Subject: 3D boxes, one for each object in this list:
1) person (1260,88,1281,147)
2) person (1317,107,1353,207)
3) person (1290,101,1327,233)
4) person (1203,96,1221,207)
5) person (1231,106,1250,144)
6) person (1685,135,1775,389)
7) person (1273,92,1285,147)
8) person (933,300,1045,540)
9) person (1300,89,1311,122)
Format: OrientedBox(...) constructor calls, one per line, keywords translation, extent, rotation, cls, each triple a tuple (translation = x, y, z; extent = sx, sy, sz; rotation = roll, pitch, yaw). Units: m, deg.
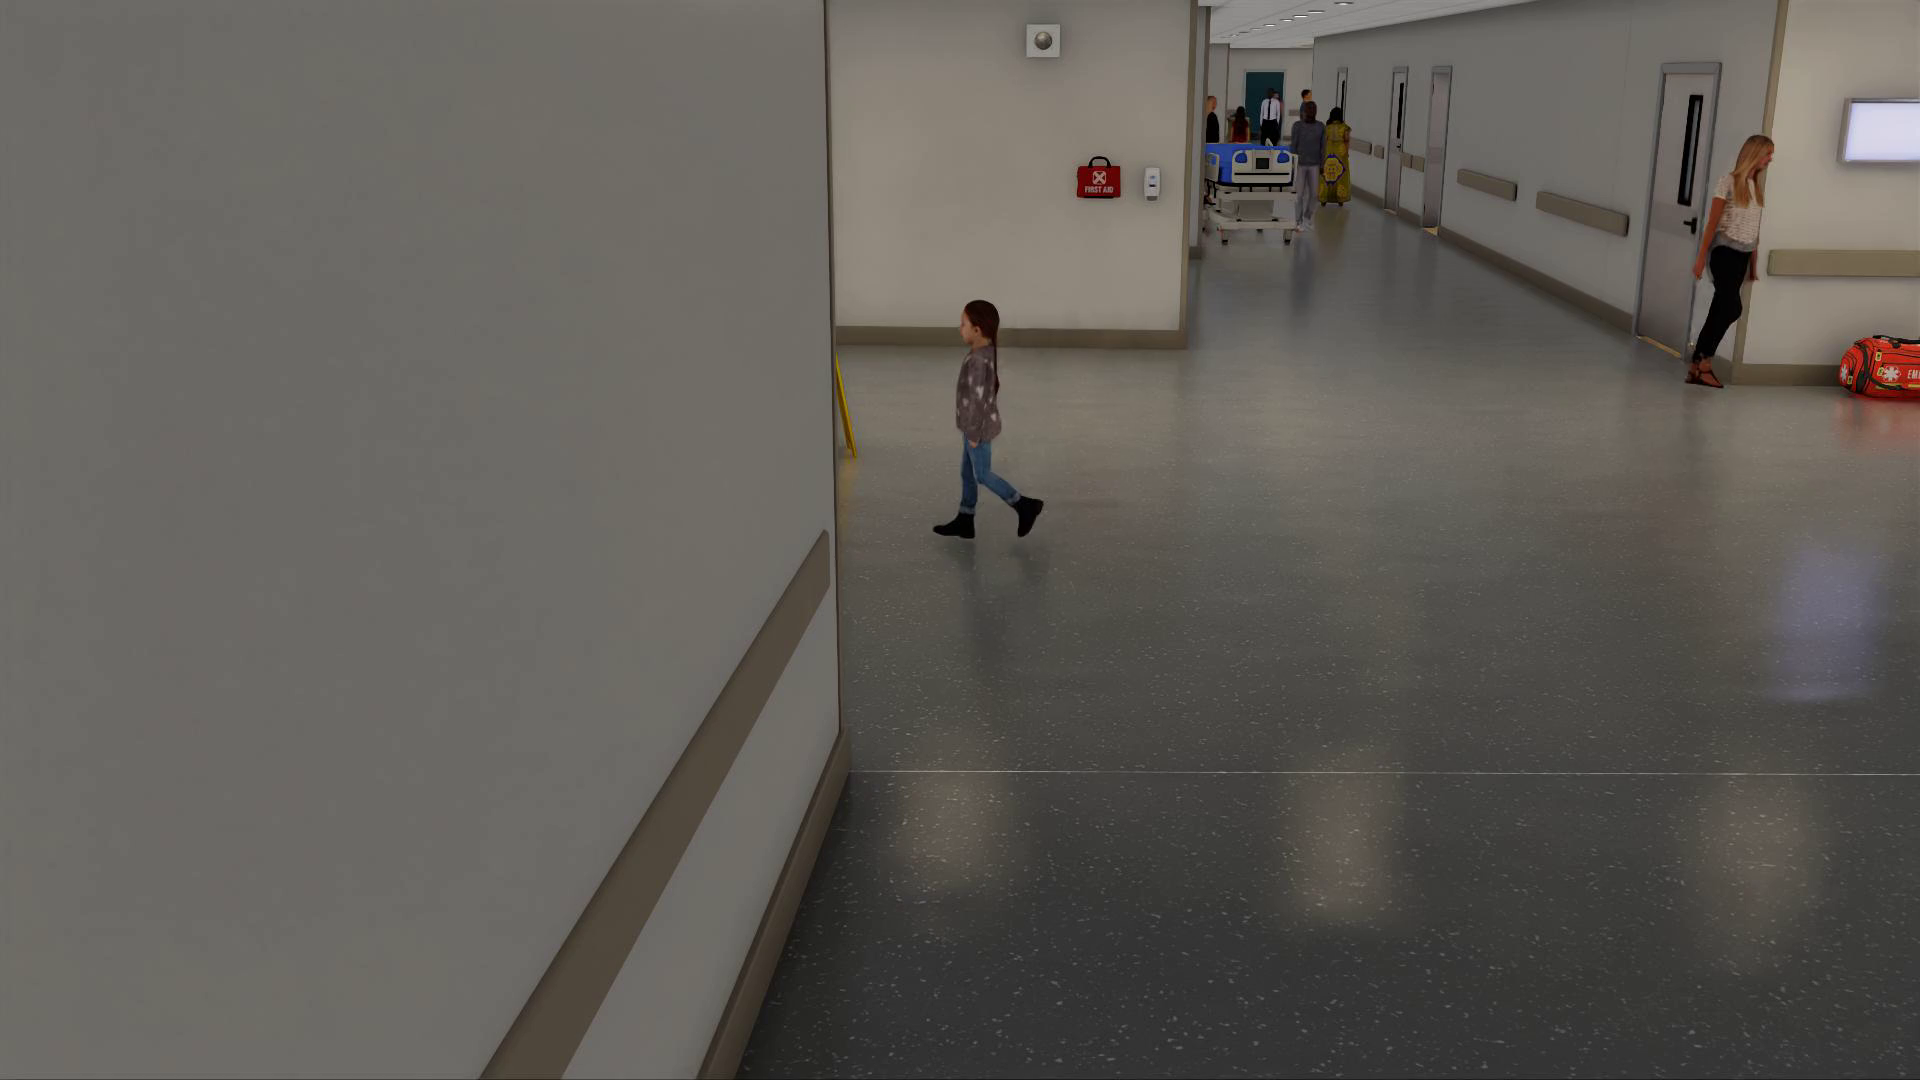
OrientedBox(translation=(7.896, -10.576, 42.388), extent=(0.584, 1.834, 0.761), rotation=(6, 17, 21), cls="person")
OrientedBox(translation=(6.435, -6.593, 28.581), extent=(0.745, 1.660, 0.941), rotation=(3, 16, 12), cls="person")
OrientedBox(translation=(4.964, -5.367, 23.931), extent=(0.589, 1.823, 0.765), rotation=(0, 16, 1), cls="person")
OrientedBox(translation=(4.286, -6.703, 28.633), extent=(0.681, 1.842, 0.694), rotation=(-5, 17, -19), cls="person")
OrientedBox(translation=(5.740, -8.110, 34.167), extent=(0.627, 1.540, 0.661), rotation=(4, 16, 14), cls="person")
OrientedBox(translation=(5.474, -1.999, 12.042), extent=(0.749, 1.792, 0.841), rotation=(-7, 17, -24), cls="person")
OrientedBox(translation=(9.521, -12.662, 50.177), extent=(0.985, 1.621, 0.670), rotation=(0, 16, 1), cls="person")
OrientedBox(translation=(0.141, -0.562, 8.066), extent=(0.785, 1.184, 0.519), rotation=(3, 16, 10), cls="person")
OrientedBox(translation=(8.523, -10.228, 41.197), extent=(0.578, 1.810, 0.673), rotation=(3, 16, 12), cls="person")
